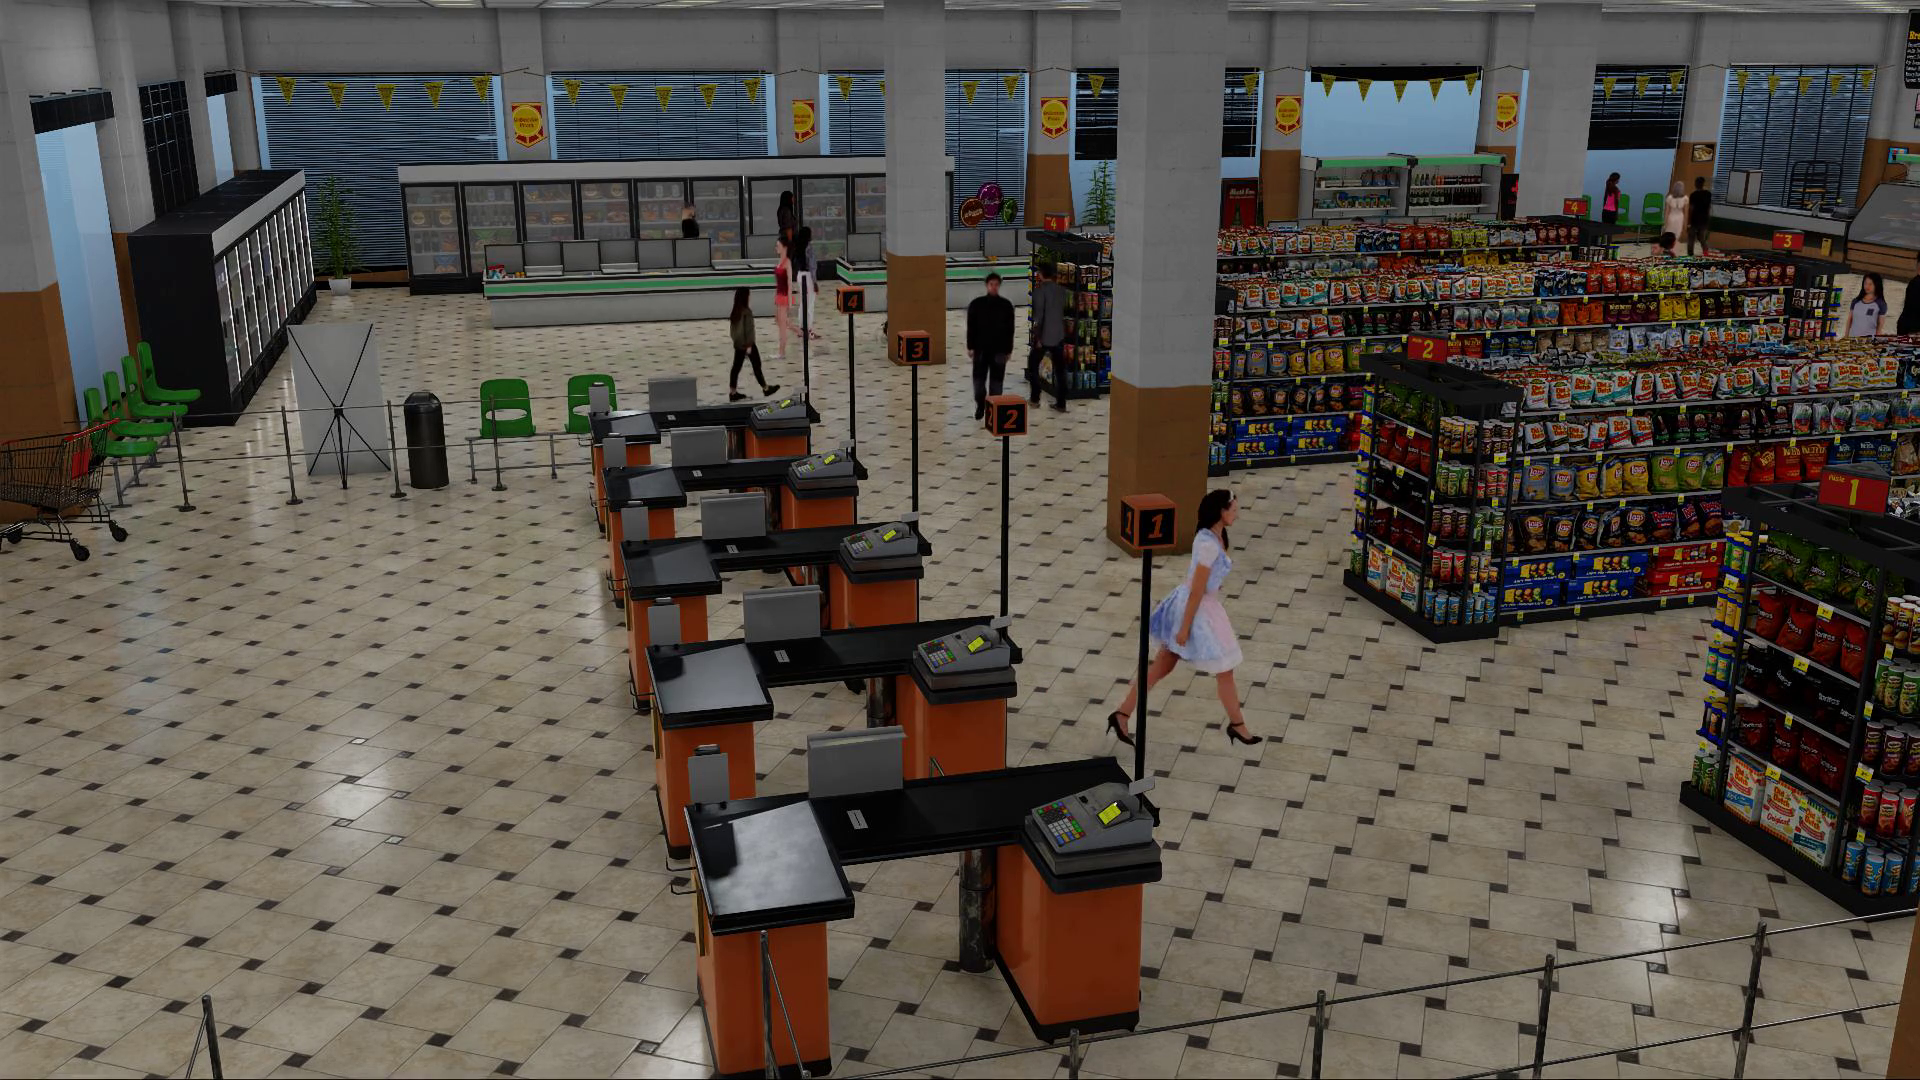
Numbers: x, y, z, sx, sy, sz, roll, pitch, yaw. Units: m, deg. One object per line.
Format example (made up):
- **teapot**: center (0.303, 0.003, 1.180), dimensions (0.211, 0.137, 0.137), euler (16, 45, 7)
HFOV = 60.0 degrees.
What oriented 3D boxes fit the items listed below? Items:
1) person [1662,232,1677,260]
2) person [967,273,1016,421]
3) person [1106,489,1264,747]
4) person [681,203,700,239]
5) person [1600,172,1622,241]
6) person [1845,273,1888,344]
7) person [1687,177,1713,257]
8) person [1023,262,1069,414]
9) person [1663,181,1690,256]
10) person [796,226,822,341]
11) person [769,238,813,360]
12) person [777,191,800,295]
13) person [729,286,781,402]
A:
- **person**: center (10.398, -3.684, 24.684), dimensions (0.607, 1.747, 0.612), euler (-8, 19, -24)
- **person**: center (0.359, -2.293, 19.961), dimensions (0.743, 1.829, 0.869), euler (0, 17, 1)
- **person**: center (1.409, 0.580, 10.655), dimensions (1.322, 1.740, 0.845), euler (1, 17, 3)
- **person**: center (-4.896, -5.116, 29.571), dimensions (1.153, 1.648, 0.701), euler (-2, 17, -8)
- **person**: center (13.961, -7.033, 35.752), dimensions (0.552, 1.725, 0.561), euler (-5, 18, -17)
- **person**: center (11.332, -2.506, 20.873), dimensions (0.658, 1.707, 0.668), euler (-13, 21, -36)
- **person**: center (14.947, -6.407, 33.595), dimensions (1.028, 1.780, 0.870), euler (0, 17, -1)
- **person**: center (1.158, -2.486, 20.578), dimensions (0.948, 1.841, 0.946), euler (-13, 21, -37)
- **person**: center (14.372, -6.301, 33.401), dimensions (1.113, 1.690, 1.025), euler (4, 17, 14)
- **person**: center (-2.369, -3.980, 25.703), dimensions (0.598, 1.721, 0.648), euler (-10, 19, -29)
- **person**: center (-2.474, -3.504, 24.098), dimensions (0.933, 1.743, 0.629), euler (-7, 18, -21)
- **person**: center (-3.161, -5.418, 30.240), dimensions (0.625, 1.838, 0.661), euler (-7, 18, -21)
- **person**: center (-2.819, -2.482, 21.239), dimensions (1.009, 1.449, 0.820), euler (-12, 21, -35)
